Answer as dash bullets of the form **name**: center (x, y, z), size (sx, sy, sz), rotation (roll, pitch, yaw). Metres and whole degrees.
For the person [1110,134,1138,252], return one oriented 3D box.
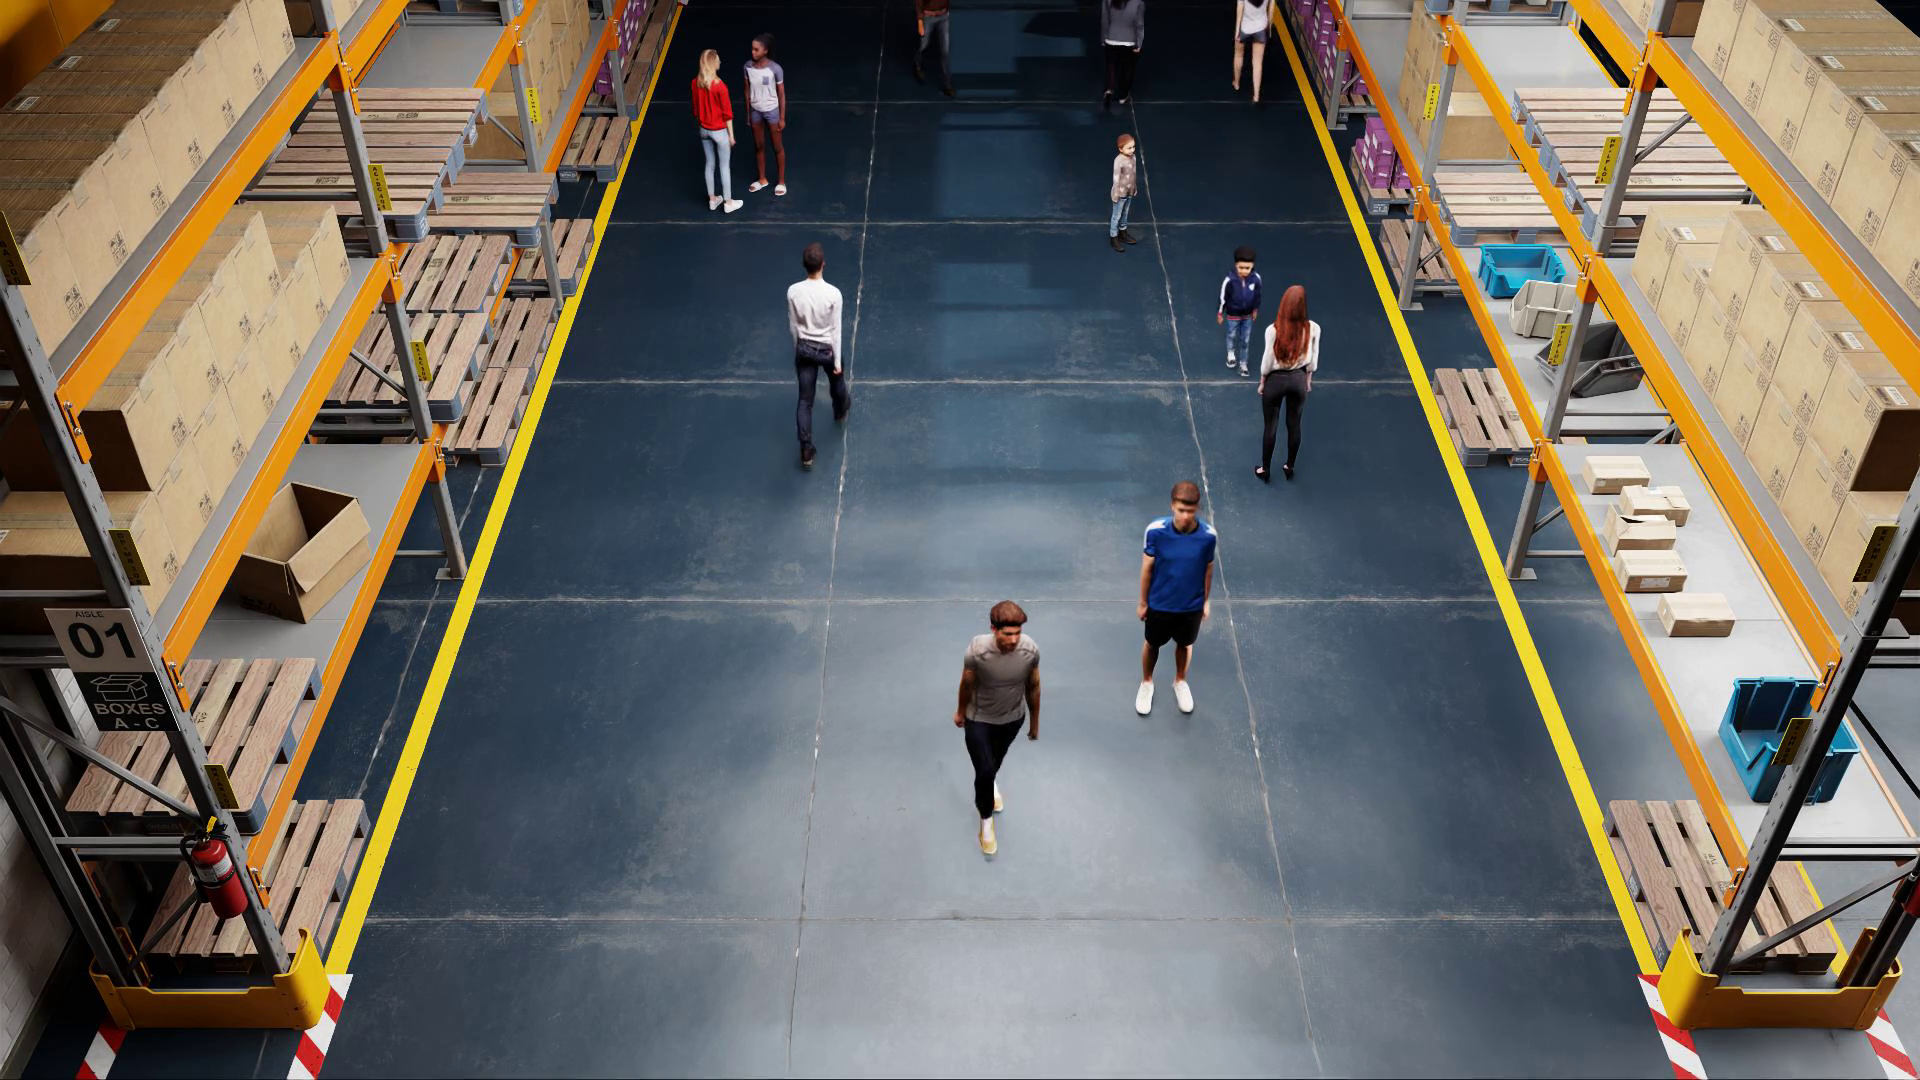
- **person**: center (1.622, -3.479, 16.519), size (0.619, 1.194, 0.555), rotation (31, 48, 32)

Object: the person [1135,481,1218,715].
- **person**: center (1.444, 0.375, 11.154), size (0.640, 1.866, 0.562), rotation (-1, 39, -2)

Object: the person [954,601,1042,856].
- **person**: center (0.194, 1.023, 10.350), size (0.790, 1.858, 0.971), rotation (-8, 39, -10)

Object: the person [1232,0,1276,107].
- **person**: center (3.364, -5.810, 19.056), size (0.626, 1.671, 1.089), rotation (-1, 39, -1)

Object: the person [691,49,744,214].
- **person**: center (-2.509, -4.167, 16.970), size (0.688, 1.707, 0.678), rotation (19, 42, 22)

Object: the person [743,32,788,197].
- **person**: center (-2.010, -4.429, 17.286), size (0.678, 1.722, 0.653), rotation (13, 40, 16)

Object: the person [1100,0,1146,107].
- **person**: center (1.831, -5.687, 18.970), size (0.814, 1.586, 0.912), rotation (13, 40, 16)

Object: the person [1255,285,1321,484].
- **person**: center (2.586, -1.227, 13.245), size (0.620, 1.761, 0.522), rotation (-4, 39, -5)

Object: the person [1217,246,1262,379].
- **person**: center (2.476, -2.071, 14.748), size (0.543, 1.205, 0.697), rotation (1, 39, 1)

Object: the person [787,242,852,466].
- **person**: center (-1.185, -1.463, 13.492), size (0.785, 1.821, 1.292), rotation (6, 39, 8)

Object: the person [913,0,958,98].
- **person**: center (-0.364, -6.086, 19.351), size (1.052, 1.735, 1.260), rotation (-20, 43, -24)
